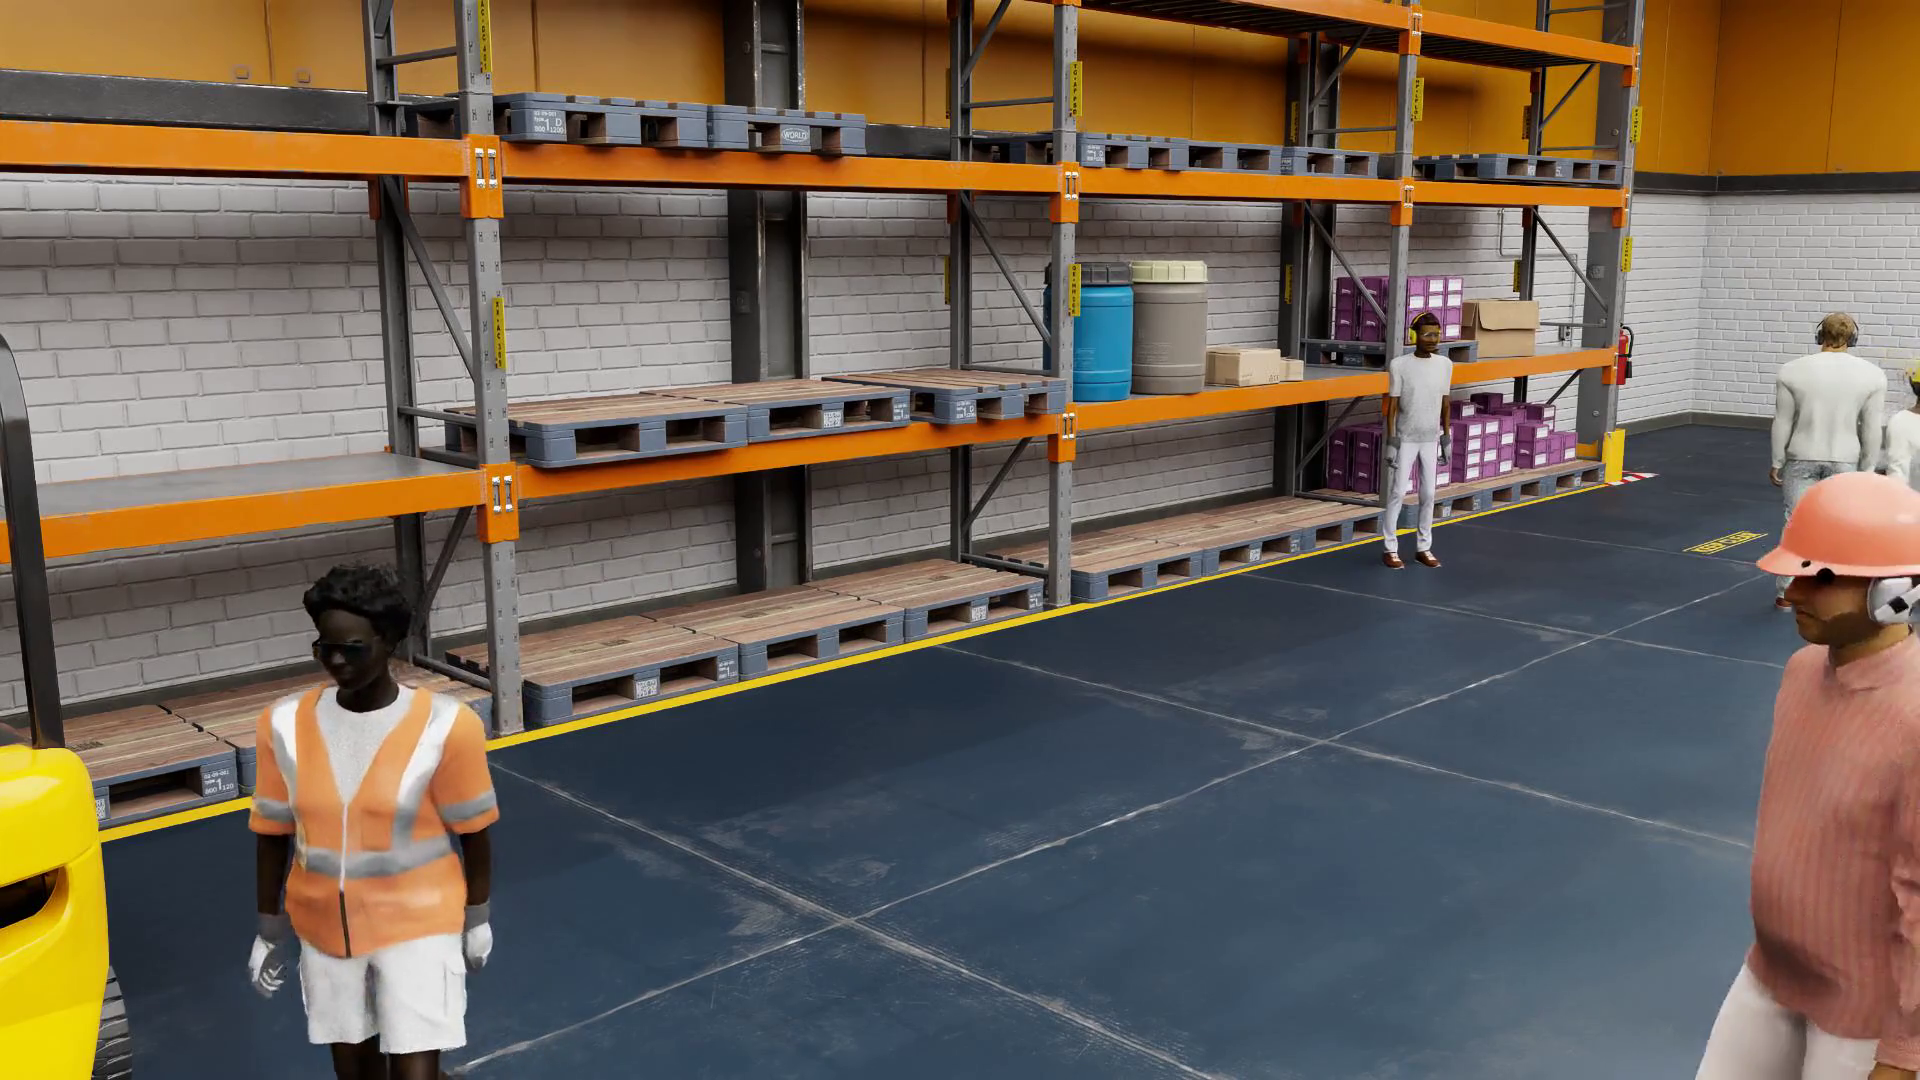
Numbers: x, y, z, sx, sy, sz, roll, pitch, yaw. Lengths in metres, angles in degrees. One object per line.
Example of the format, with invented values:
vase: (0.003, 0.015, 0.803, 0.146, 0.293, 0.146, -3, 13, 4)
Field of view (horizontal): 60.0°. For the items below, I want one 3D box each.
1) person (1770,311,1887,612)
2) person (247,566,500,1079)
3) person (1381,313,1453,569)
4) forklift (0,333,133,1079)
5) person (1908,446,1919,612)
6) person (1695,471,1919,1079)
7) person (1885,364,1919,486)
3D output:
person: (5.480, -0.479, 10.557, 0.627, 1.935, 0.361, 5, 11, 24)
person: (-1.336, 0.888, 3.781, 0.538, 1.684, 0.363, 1, 10, 6)
person: (3.313, -0.711, 12.035, 0.505, 1.860, 0.320, -2, 11, -11)
forklift: (-3.289, 0.485, 4.582, 1.214, 2.155, 2.313, -10, 14, -44)
person: (4.193, 0.191, 6.882, 0.623, 1.924, 0.904, 4, 11, 23)
person: (1.691, 0.851, 3.181, 0.466, 1.982, 0.617, -1, 10, -4)
person: (5.527, -0.199, 9.621, 0.545, 1.714, 0.929, -4, 11, -21)
